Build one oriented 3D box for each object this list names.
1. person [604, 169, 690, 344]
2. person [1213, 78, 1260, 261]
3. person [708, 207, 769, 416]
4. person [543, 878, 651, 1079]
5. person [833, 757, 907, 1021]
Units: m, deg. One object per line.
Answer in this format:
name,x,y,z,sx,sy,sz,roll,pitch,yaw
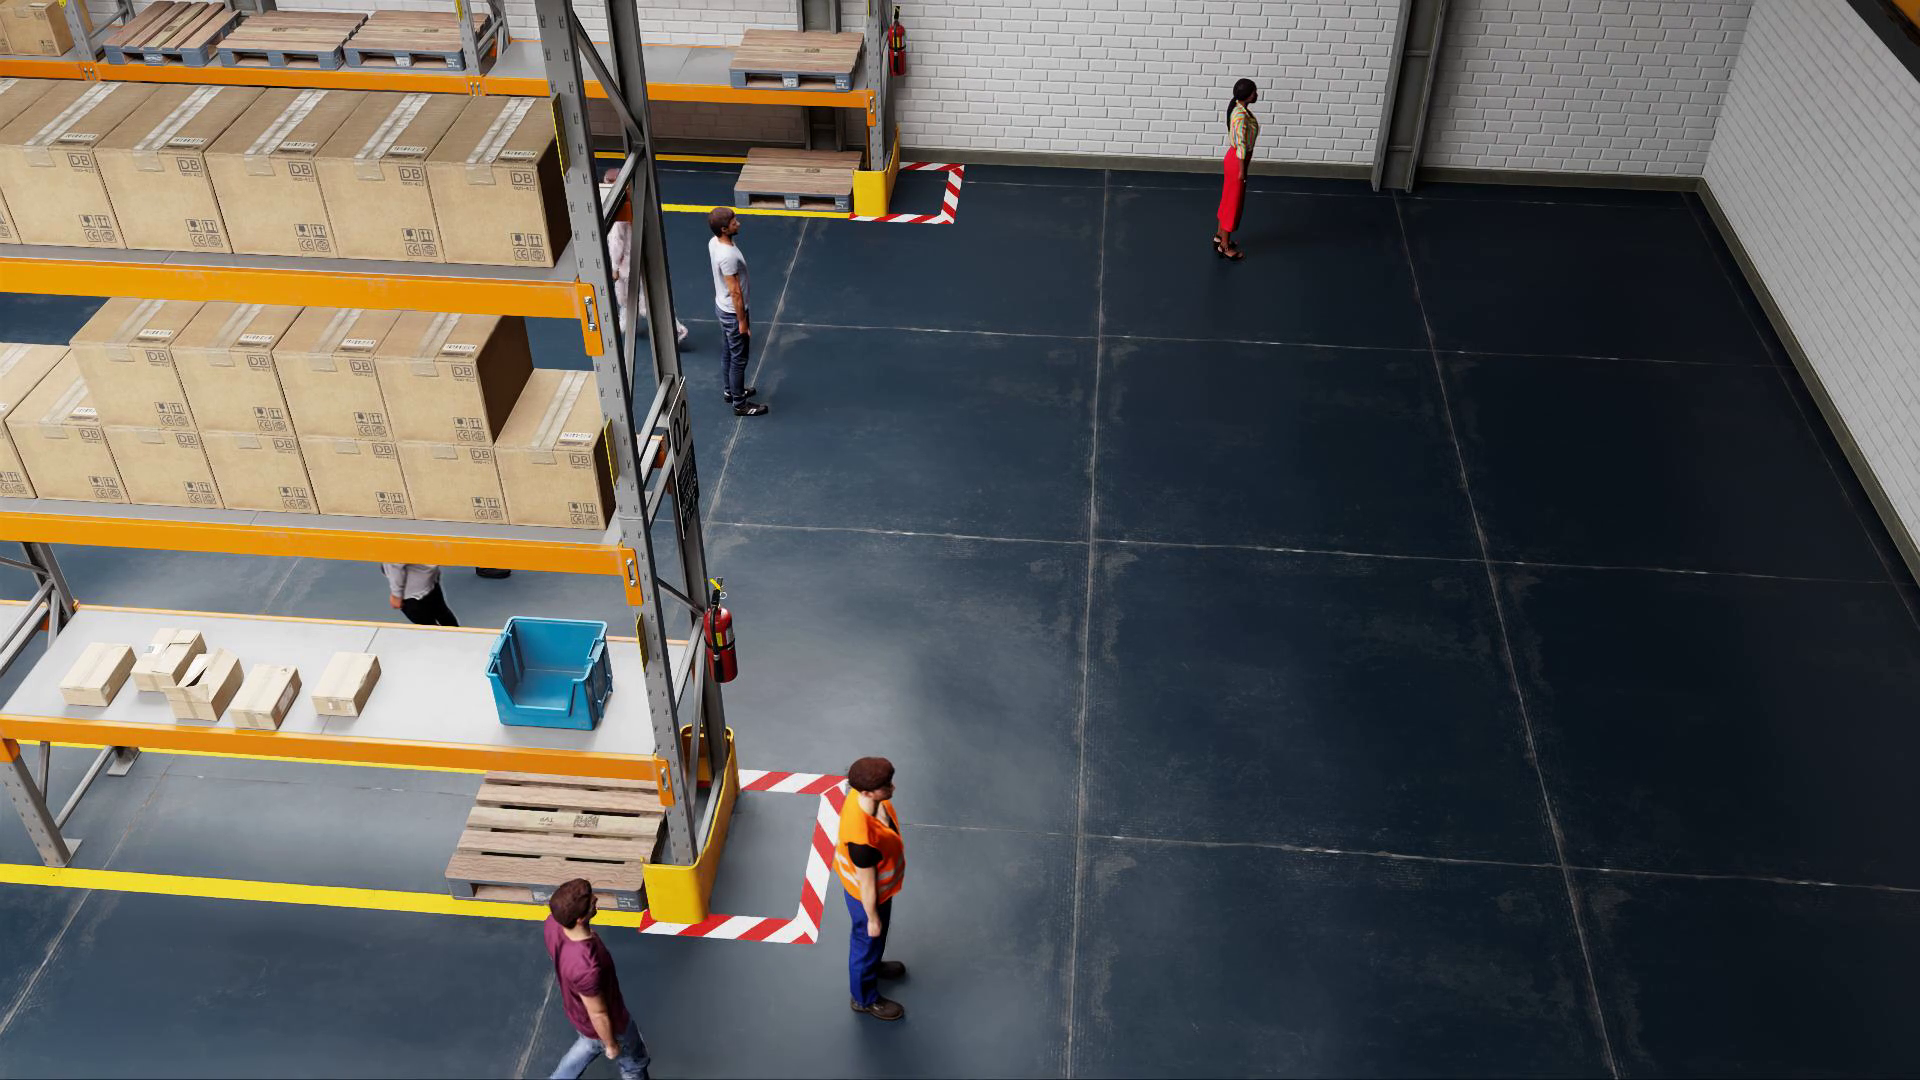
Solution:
person,-2.794,-2.420,14.523,1.040,1.666,0.635,4,39,5
person,2.625,-3.531,15.813,0.556,1.794,0.611,-1,39,-1
person,-1.878,-1.891,13.701,0.704,1.867,0.714,-15,41,-18
person,-1.889,2.382,8.376,1.135,1.835,1.031,-22,44,-25
person,-0.490,1.853,8.998,0.637,1.884,0.700,0,39,0
